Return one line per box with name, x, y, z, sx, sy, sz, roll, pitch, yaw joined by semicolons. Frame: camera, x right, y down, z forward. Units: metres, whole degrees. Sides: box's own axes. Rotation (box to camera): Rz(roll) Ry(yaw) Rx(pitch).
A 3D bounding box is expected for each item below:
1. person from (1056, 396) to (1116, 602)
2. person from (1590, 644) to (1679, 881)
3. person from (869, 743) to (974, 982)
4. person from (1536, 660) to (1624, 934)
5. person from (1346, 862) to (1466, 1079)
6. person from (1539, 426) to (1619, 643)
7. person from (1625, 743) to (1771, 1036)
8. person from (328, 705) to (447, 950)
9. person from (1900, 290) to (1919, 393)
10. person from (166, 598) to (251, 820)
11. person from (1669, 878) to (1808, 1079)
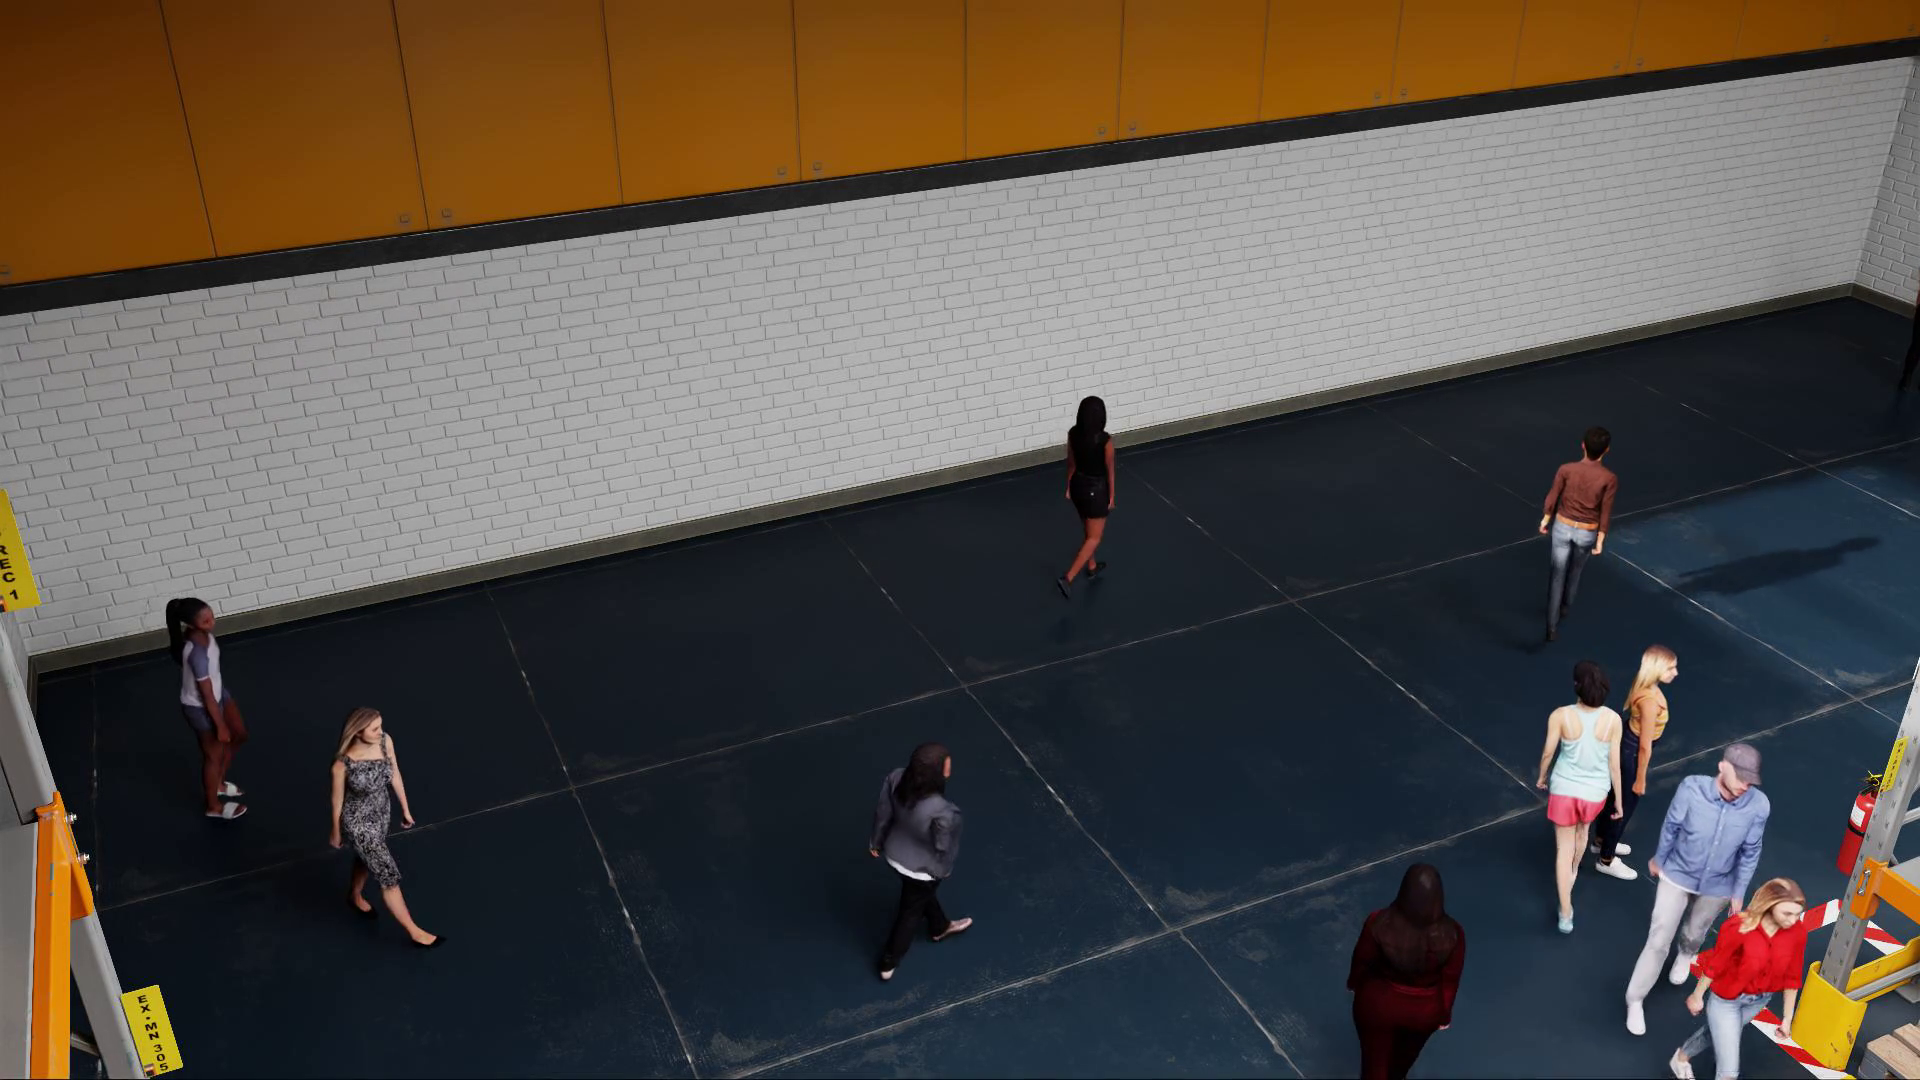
person;1.004;-0.319;13.460;1.112;1.719;0.988;20;35;32
person;4.232;1.367;10.465;0.712;1.628;0.637;7;29;13
person;-0.315;1.863;9.630;0.854;1.557;0.906;-25;37;-38
person;3.695;1.575;9.959;0.974;1.747;1.067;8;30;14
person;2.235;2.436;8.404;0.955;1.726;1.077;3;29;5
person;4.739;-0.006;12.861;1.141;1.744;1.179;11;30;19
person;4.177;1.855;9.345;1.099;1.844;1.152;12;31;22
person;-3.593;1.663;9.890;1.157;1.660;0.998;18;34;30
person;10.102;-2.348;17.214;0.618;1.687;0.733;21;35;33
person;-4.956;1.116;10.853;0.732;1.698;0.580;-13;31;-22
person;4.009;2.348;8.644;0.889;1.651;1.214;-2;29;-4
